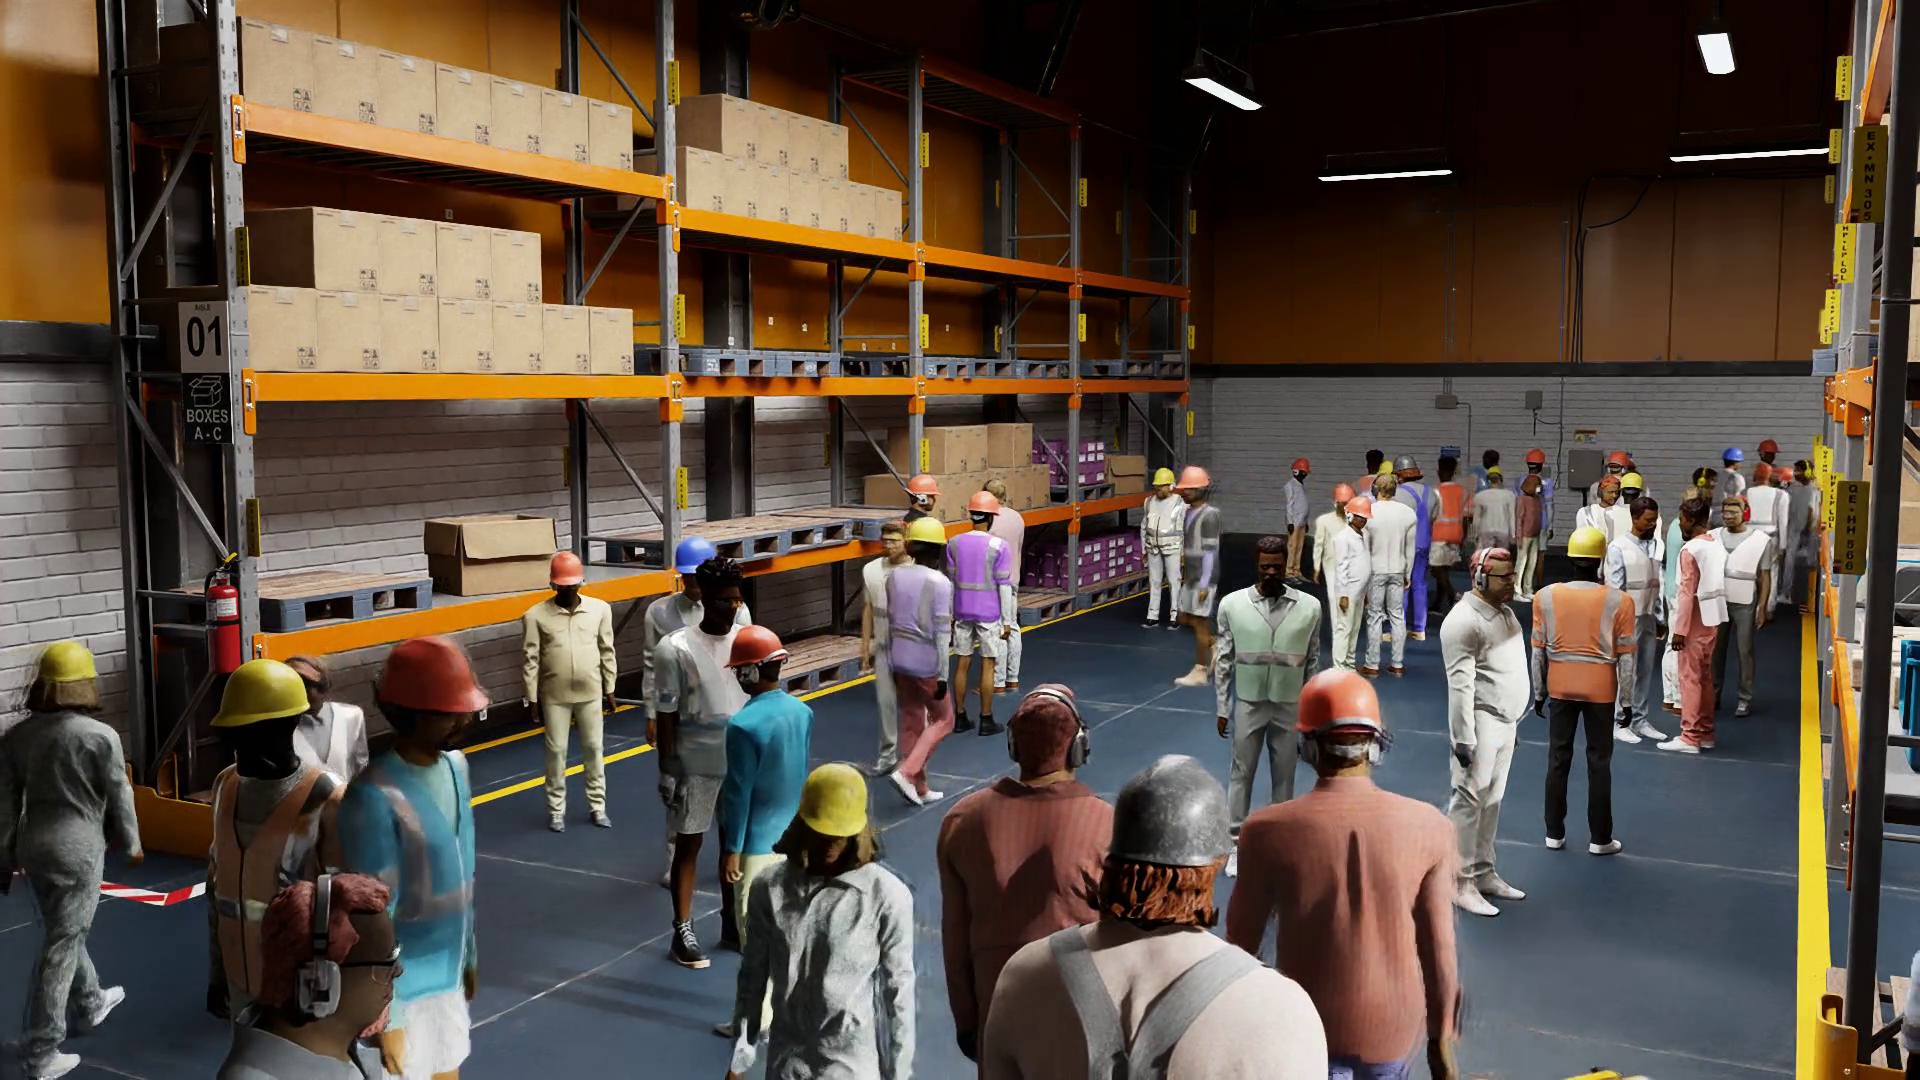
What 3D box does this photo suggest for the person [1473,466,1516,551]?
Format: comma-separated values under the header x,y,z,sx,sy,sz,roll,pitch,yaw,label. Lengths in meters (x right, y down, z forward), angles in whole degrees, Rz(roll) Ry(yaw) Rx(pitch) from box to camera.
x,y,z,sx,sy,sz,roll,pitch,yaw,label
6.859,-0.086,21.325,0.537,1.703,0.937,2,6,17,person

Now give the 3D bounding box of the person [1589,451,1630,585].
x,y,z,sx,sy,sz,roll,pitch,yaw,label
7.681,-0.049,19.513,0.408,1.985,0.620,-5,7,-45,person

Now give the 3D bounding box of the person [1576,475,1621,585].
x,y,z,sx,sy,sz,roll,pitch,yaw,label
6.302,0.306,16.261,0.575,1.880,0.359,0,5,1,person

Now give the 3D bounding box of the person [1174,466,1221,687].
x,y,z,sx,sy,sz,roll,pitch,yaw,label
2.198,0.337,15.148,0.556,2.024,0.604,-1,5,-15,person

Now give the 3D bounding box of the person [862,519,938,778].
x,y,z,sx,sy,sz,roll,pitch,yaw,label
-0.409,0.763,11.594,0.564,1.834,0.392,2,6,21,person

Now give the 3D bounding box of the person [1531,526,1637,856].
x,y,z,sx,sy,sz,roll,pitch,yaw,label
3.657,0.883,9.765,0.590,1.930,0.358,3,6,33,person

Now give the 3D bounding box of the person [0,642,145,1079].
x,y,z,sx,sy,sz,roll,pitch,yaw,label
-3.600,1.267,6.808,0.483,1.701,0.848,1,5,9,person

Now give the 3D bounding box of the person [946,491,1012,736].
x,y,z,sx,sy,sz,roll,pitch,yaw,label
0.159,0.578,13.091,0.550,1.925,0.392,3,6,25,person

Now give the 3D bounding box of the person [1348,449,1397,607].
x,y,z,sx,sy,sz,roll,pitch,yaw,label
5.122,-0.149,20.669,0.608,1.965,0.370,2,6,21,person

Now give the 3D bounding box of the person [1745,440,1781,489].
x,y,z,sx,sy,sz,roll,pitch,yaw,label
11.507,-0.447,23.803,0.633,1.984,0.419,-2,6,-22,person

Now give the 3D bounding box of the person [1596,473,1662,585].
x,y,z,sx,sy,sz,roll,pitch,yaw,label
6.444,0.307,16.079,0.592,1.913,0.398,2,6,17,person

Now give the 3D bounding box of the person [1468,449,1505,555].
x,y,z,sx,sy,sz,roll,pitch,yaw,label
7.695,-0.427,24.447,0.647,1.829,0.591,-2,6,-24,person

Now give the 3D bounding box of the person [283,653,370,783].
x,y,z,sx,sy,sz,roll,pitch,yaw,label
-2.802,1.275,7.226,0.550,1.610,0.404,-5,7,-43,person

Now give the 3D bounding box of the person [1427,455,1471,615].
x,y,z,sx,sy,sz,roll,pitch,yaw,label
5.769,-0.035,19.658,0.613,1.931,0.801,-1,5,-15,person

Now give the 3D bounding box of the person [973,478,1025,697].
x,y,z,sx,sy,sz,roll,pitch,yaw,label
0.334,0.420,14.735,0.370,1.934,0.627,3,6,33,person

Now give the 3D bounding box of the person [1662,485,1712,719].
x,y,z,sx,sy,sz,roll,pitch,yaw,label
6.021,0.511,13.749,0.371,1.935,0.627,1,5,10,person

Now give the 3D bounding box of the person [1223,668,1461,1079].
x,y,z,sx,sy,sz,roll,pitch,yaw,label
1.047,1.333,4.766,0.633,1.949,0.954,-1,5,-6,person

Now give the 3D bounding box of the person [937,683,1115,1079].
x,y,z,sx,sy,sz,roll,pitch,yaw,label
0.266,1.359,4.743,0.642,1.913,0.409,2,6,23,person

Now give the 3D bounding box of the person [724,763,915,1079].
x,y,z,sx,sy,sz,roll,pitch,yaw,label
-0.379,1.456,4.713,0.523,1.722,0.434,2,6,22,person

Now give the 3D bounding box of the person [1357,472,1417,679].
x,y,z,sx,sy,sz,roll,pitch,yaw,label
3.966,0.335,15.615,0.629,1.940,0.373,-1,5,-14,person

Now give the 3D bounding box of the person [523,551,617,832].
x,y,z,sx,sy,sz,roll,pitch,yaw,label
-2.400,0.931,10.272,0.575,1.739,0.355,-2,6,-24,person

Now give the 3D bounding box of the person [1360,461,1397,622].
x,y,z,sx,sy,sz,roll,pitch,yaw,label
4.965,-0.003,19.658,0.595,1.879,0.849,-1,5,-10,person

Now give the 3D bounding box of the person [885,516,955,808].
x,y,z,sx,sy,sz,roll,pitch,yaw,label
-0.271,0.800,10.790,0.586,1.908,0.484,5,7,44,person

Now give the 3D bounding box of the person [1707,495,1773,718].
x,y,z,sx,sy,sz,roll,pitch,yaw,label
6.458,0.544,13.855,0.391,1.846,0.564,-5,7,-42,person

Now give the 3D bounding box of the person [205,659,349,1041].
x,y,z,sx,sy,sz,roll,pitch,yaw,label
-2.090,1.317,5.108,0.585,1.927,0.366,2,6,23,person

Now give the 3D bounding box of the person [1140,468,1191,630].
x,y,z,sx,sy,sz,roll,pitch,yaw,label
2.292,0.103,18.693,0.599,1.827,0.404,3,6,32,person

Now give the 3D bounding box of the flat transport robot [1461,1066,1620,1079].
x,y,z,sx,sy,sz,roll,pitch,yaw,label
2.362,2.095,5.543,0.652,0.197,1.431,-2,6,-23,flat transport robot

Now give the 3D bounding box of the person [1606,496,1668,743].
x,y,z,sx,sy,sz,roll,pitch,yaw,label
5.210,0.610,12.853,0.599,1.908,0.398,-3,6,-33,person

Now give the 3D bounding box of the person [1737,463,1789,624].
x,y,z,sx,sy,sz,roll,pitch,yaw,label
9.329,0.032,19.370,0.578,1.850,0.852,3,6,29,person

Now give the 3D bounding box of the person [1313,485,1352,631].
x,y,z,sx,sy,sz,roll,pitch,yaw,label
3.991,0.291,17.272,0.590,1.704,0.866,0,5,-1,person

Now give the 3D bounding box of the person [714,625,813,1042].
x,y,z,sx,sy,sz,roll,pitch,yaw,label
-0.846,1.228,7.062,0.349,1.740,0.575,2,6,24,person

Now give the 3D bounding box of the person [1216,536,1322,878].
x,y,z,sx,sy,sz,roll,pitch,yaw,label
1.728,0.928,9.339,0.590,1.918,0.389,0,5,0,person

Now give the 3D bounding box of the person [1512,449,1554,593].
x,y,z,sx,sy,sz,roll,pitch,yaw,label
7.376,-0.202,21.396,0.543,1.939,0.361,4,7,39,person

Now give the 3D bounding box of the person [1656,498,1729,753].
x,y,z,sx,sy,sz,roll,pitch,yaw,label
5.552,0.641,12.520,0.408,1.907,0.598,5,7,43,person

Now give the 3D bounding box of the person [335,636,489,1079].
x,y,z,sx,sy,sz,roll,pitch,yaw,label
-1.588,1.290,4.943,0.461,2.028,0.634,1,5,10,person

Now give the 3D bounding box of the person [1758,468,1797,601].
x,y,z,sx,sy,sz,roll,pitch,yaw,label
10.439,-0.067,21.172,0.831,1.697,0.573,-2,6,-22,person

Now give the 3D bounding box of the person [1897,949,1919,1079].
x,y,z,sx,sy,sz,roll,pitch,yaw,label
2.713,1.539,4.274,0.540,1.620,0.924,3,6,32,person

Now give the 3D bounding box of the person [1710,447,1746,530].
x,y,z,sx,sy,sz,roll,pitch,yaw,label
10.245,-0.270,22.238,0.505,1.957,0.623,-1,5,-10,person

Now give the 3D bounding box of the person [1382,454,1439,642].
x,y,z,sx,sy,sz,roll,pitch,yaw,label
4.751,0.078,17.843,0.678,2.000,0.537,-3,6,-32,person

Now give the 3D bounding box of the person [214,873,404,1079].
x,y,z,sx,sy,sz,roll,pitch,yaw,label
-1.120,1.533,2.962,0.400,1.900,0.646,-1,5,-11,person

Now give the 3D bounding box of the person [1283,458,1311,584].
x,y,z,sx,sy,sz,roll,pitch,yaw,label
4.702,-0.268,23.109,0.330,1.748,0.560,4,6,35,person

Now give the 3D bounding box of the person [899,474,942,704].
x,y,z,sx,sy,sz,roll,pitch,yaw,label
-0.357,0.423,14.454,0.410,1.986,0.622,0,5,-5,person

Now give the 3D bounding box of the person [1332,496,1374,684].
x,y,z,sx,sy,sz,roll,pitch,yaw,label
3.599,0.472,15.168,0.338,1.743,0.560,4,6,34,person

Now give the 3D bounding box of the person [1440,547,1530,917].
x,y,z,sx,sy,sz,roll,pitch,yaw,label
2.782,0.989,8.754,0.407,1.908,0.641,4,7,40,person

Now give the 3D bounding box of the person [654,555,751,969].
x,y,z,sx,sy,sz,roll,pitch,yaw,label
-1.166,1.044,7.919,0.607,1.960,0.382,-4,7,-36,person

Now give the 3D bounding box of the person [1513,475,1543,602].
x,y,z,sx,sy,sz,roll,pitch,yaw,label
7.236,-0.022,21.142,0.518,1.625,0.288,-4,7,-38,person

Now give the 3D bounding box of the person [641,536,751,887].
x,y,z,sx,sy,sz,roll,pitch,yaw,label
-1.440,0.941,9.096,0.605,1.939,0.410,0,5,0,person
